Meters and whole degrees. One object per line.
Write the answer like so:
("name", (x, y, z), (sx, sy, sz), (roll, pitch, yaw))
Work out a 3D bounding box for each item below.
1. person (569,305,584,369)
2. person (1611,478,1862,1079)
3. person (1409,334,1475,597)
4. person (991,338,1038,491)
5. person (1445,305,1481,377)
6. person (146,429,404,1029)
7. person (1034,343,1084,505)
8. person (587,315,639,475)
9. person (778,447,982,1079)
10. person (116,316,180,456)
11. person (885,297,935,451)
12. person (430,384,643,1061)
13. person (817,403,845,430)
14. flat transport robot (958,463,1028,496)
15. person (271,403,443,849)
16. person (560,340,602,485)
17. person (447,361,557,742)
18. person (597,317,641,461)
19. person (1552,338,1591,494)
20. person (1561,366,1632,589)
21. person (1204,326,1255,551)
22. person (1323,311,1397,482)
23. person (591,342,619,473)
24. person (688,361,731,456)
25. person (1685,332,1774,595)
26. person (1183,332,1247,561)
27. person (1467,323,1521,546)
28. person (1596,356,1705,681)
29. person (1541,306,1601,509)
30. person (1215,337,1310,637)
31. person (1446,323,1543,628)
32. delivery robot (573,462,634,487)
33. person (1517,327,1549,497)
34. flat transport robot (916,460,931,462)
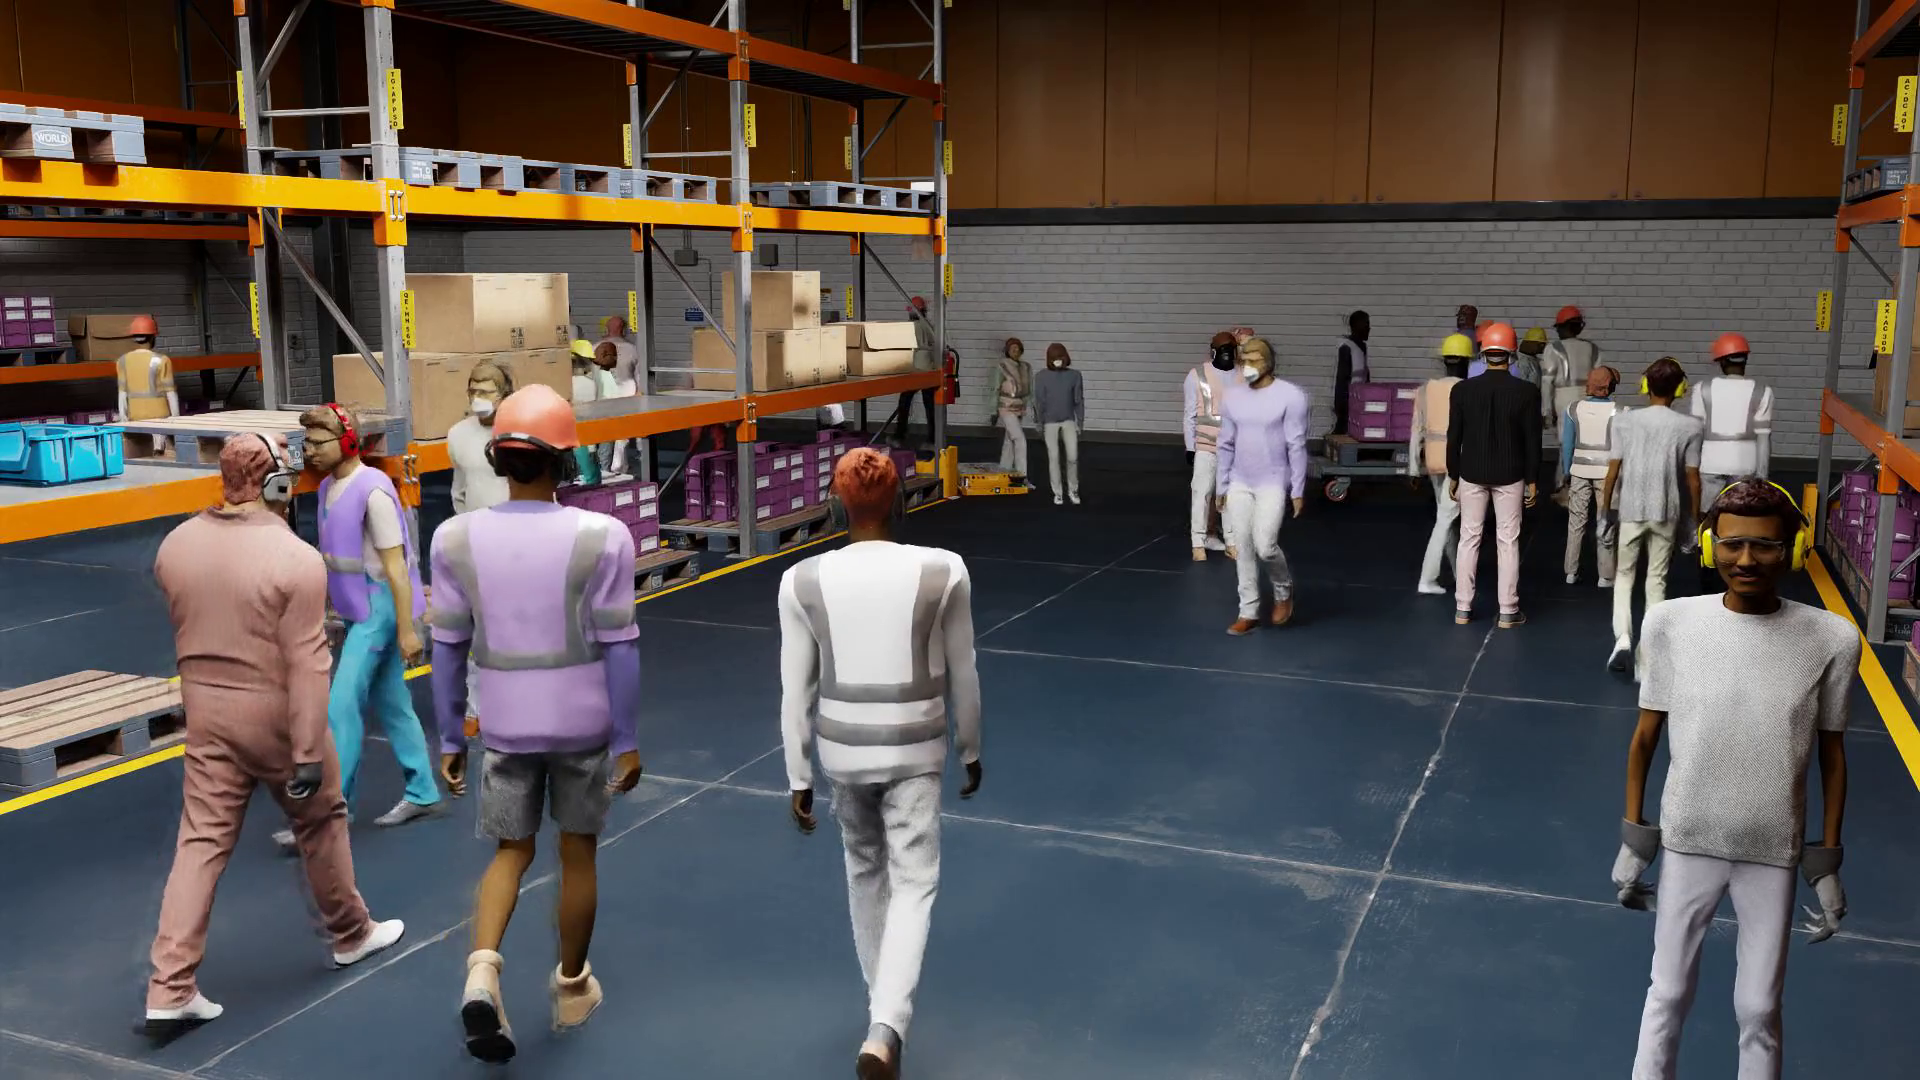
("person", (-5.276, -2.231, 22.234), (0.355, 1.884, 0.575), (9, 13, 44))
("person", (1.890, 0.776, 4.085), (0.532, 1.861, 0.321), (4, 10, 23))
("person", (3.602, -0.550, 12.086), (0.998, 1.873, 0.596), (-8, 12, -41))
("person", (0.617, -1.305, 17.427), (0.627, 1.615, 0.486), (6, 11, 32))
("person", (5.942, -1.813, 19.619), (0.642, 1.913, 0.410), (-5, 10, -27))
("person", (-2.251, 0.579, 5.302), (0.651, 1.866, 0.981), (3, 10, 16))
("person", (0.984, -1.135, 16.417), (0.506, 1.613, 0.468), (-1, 9, -4))
("person", (-3.543, -1.398, 17.236), (0.651, 1.865, 0.976), (3, 10, 15))
("person", (-0.243, 0.656, 4.858), (0.582, 1.854, 0.898), (1, 9, 6))
("person", (-7.788, -1.191, 15.920), (0.552, 1.905, 0.981), (2, 10, 11))
("person", (-0.602, -2.138, 21.426), (0.635, 1.959, 0.914), (-8, 12, -40))
("person", (-1.258, 0.559, 4.918), (0.612, 2.025, 0.709), (1, 9, 3))
("person", (-1.468, -1.575, 18.896), (0.386, 1.666, 0.563), (-2, 9, -9))
("flat transport robot", (0.228, -0.660, 17.593), (0.652, 0.197, 1.431), (-2, 10, -12))
("person", (-2.543, 0.348, 6.821), (0.840, 1.805, 0.590), (-7, 12, -37))
("person", (-3.175, -0.820, 14.147), (0.534, 1.735, 0.735), (6, 11, 34))
("person", (-2.283, 0.021, 8.560), (0.639, 1.910, 0.925), (3, 10, 20))
("person", (-4.104, -1.797, 19.978), (0.610, 1.761, 0.985), (4, 10, 24))
("person", (6.387, -1.261, 17.167), (0.537, 1.629, 0.507), (3, 10, 17))
("person", (4.676, -0.456, 12.220), (0.522, 1.639, 0.306), (9, 13, 42))
("person", (2.231, -0.827, 13.762), (0.549, 1.873, 0.665), (8, 13, 42))
("person", (4.400, -1.573, 18.300), (0.983, 1.860, 0.616), (6, 11, 30))
("person", (-3.417, -1.104, 16.163), (0.288, 1.634, 0.499), (-2, 10, -14))
("person", (-2.576, -1.320, 17.189), (0.616, 1.706, 0.832), (4, 10, 24))
("person", (5.487, -0.529, 11.886), (0.566, 1.903, 0.733), (5, 11, 28))
("person", (2.101, -0.747, 13.372), (0.627, 1.844, 0.429), (-2, 10, -11))
("person", (4.508, -0.906, 14.235), (0.562, 1.885, 1.013), (7, 12, 36))
("person", (3.927, -0.113, 9.474), (0.558, 1.854, 0.418), (5, 10, 26))
("person", (6.047, -1.294, 16.339), (0.632, 1.978, 0.780), (-3, 10, -17))
("person", (1.915, -0.336, 10.636), (0.646, 1.920, 0.483), (8, 13, 42))
("person", (3.500, -0.420, 10.916), (0.613, 1.997, 0.374), (5, 11, 29))
("delivery robot", (-3.341, -0.471, 15.307), (0.477, 0.478, 0.707), (6, 11, 33))
("person", (5.881, -1.325, 17.173), (0.318, 1.741, 0.492), (5, 11, 30))
("flat transport robot", (-0.959, -0.768, 18.245), (1.431, 0.197, 0.652), (2, 10, 13))
